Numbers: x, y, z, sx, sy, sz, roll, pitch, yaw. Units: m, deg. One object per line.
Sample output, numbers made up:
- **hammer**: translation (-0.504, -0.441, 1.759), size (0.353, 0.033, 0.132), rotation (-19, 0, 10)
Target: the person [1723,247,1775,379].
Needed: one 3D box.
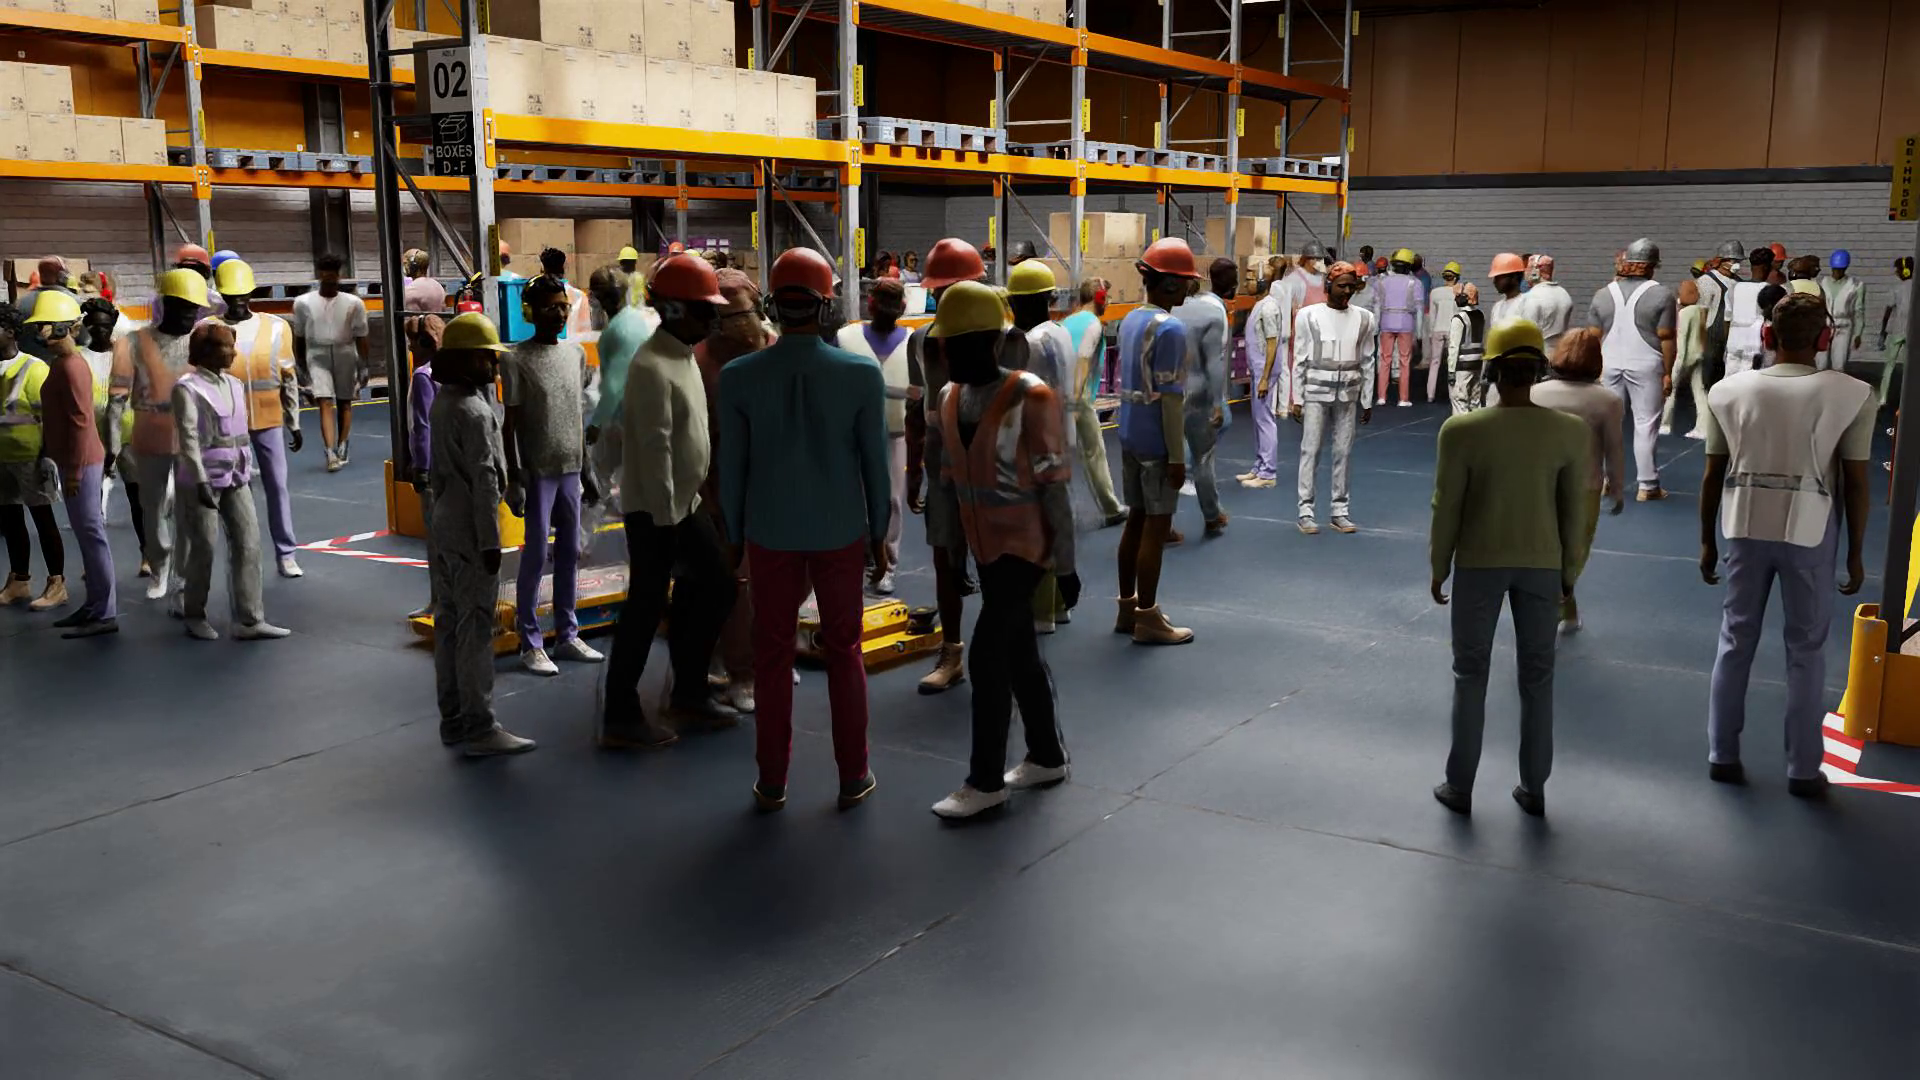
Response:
- **person**: translation (7.750, -1.880, 16.291), size (0.387, 1.957, 0.604), rotation (-6, 12, -29)

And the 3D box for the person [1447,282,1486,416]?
- **person**: translation (4.712, -1.577, 15.507), size (0.514, 1.634, 0.313), rotation (-9, 14, -42)

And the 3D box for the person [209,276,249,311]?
- **person**: translation (-7.191, -1.764, 16.290), size (0.479, 1.750, 0.512), rotation (9, 13, 40)

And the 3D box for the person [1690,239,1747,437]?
- **person**: translation (7.794, -2.050, 16.987), size (0.681, 2.000, 0.535), rotation (-5, 12, -27)

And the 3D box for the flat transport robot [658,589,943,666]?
- **flat transport robot**: translation (-0.835, 0.390, 8.375), size (1.431, 0.197, 0.652), rotation (8, 13, 38)

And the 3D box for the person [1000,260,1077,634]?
- **person**: translation (0.394, -0.474, 8.597), size (0.397, 1.920, 0.587), rotation (4, 11, 21)

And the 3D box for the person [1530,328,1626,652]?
- **person**: translation (3.031, -0.260, 8.303), size (0.508, 1.596, 0.814), rotation (9, 14, 42)

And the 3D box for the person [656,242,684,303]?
- **person**: translation (-3.999, -3.222, 23.607), size (0.614, 1.993, 0.395), rotation (-3, 11, -15)

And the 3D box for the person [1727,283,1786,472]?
- **person**: translation (6.698, -1.319, 13.978), size (0.454, 1.669, 0.575), rotation (8, 13, 39)

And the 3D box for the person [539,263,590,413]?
- **person**: translation (-4.700, -2.327, 19.166), size (0.566, 1.813, 1.033), rotation (6, 12, 30)

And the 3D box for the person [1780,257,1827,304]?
- **person**: translation (9.011, -2.127, 18.005), size (0.630, 1.839, 0.429), rotation (-2, 11, -13)

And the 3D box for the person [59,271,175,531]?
- **person**: translation (-5.964, -0.996, 11.813), size (0.860, 1.811, 0.614), rotation (-6, 12, -30)

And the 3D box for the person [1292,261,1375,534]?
- **person**: translation (2.578, -0.978, 11.508), size (0.582, 1.879, 0.357), rotation (-1, 10, -6)

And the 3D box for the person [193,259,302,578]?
- **person**: translation (-4.228, -0.699, 9.873), size (0.591, 1.912, 0.397), rotation (-7, 12, -32)

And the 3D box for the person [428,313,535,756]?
- **person**: translation (-1.925, -0.025, 6.598), size (0.313, 1.741, 0.487), rotation (-7, 13, -36)

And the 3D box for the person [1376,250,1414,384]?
- **person**: translation (6.075, -3.100, 23.240), size (0.575, 1.885, 0.360), rotation (-4, 11, -19)

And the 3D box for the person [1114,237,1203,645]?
- **person**: translation (1.006, -0.490, 8.370), size (0.400, 2.034, 0.609), rotation (-3, 11, -16)

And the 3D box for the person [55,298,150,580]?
- **person**: translation (-5.091, -0.601, 9.955), size (0.531, 1.693, 0.322), rotation (-4, 11, -21)

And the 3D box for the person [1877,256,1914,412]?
- **person**: translation (11.123, -2.405, 19.533), size (0.624, 1.846, 0.552), rotation (2, 11, 13)

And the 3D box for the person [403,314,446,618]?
- **person**: translation (-2.807, -0.398, 8.972), size (0.321, 1.631, 0.527), rotation (0, 10, 2)

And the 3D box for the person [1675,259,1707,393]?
- **person**: translation (9.727, -2.815, 21.991), size (0.327, 1.767, 0.533), rotation (-6, 12, -31)

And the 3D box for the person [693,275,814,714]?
- **person**: translation (-0.902, -0.197, 7.197), size (0.667, 1.879, 0.465), rotation (-6, 12, -29)

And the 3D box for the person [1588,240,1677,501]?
- **person**: translation (5.302, -1.337, 13.037), size (0.536, 2.000, 0.672), rotation (-9, 14, -41)

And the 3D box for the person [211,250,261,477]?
- **person**: translation (-6.148, -1.455, 13.986), size (0.414, 1.939, 0.611), rotation (0, 10, 0)

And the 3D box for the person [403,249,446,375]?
- **person**: translation (-5.063, -1.762, 15.676), size (0.372, 1.940, 0.629), rotation (2, 10, 10)

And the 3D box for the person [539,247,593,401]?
- **person**: translation (-3.432, -1.496, 14.145), size (0.603, 1.959, 0.375), rotation (-2, 11, -13)

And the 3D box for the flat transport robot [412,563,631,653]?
- **flat transport robot**: translation (-2.050, 0.331, 8.700), size (0.652, 0.197, 1.431), rotation (10, 14, 43)

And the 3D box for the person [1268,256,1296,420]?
- **person**: translation (3.540, -2.262, 18.708), size (0.508, 1.847, 0.345), rotation (-9, 13, -40)

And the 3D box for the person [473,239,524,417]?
- **person**: translation (-5.230, -2.399, 18.947), size (0.628, 2.024, 0.430), rotation (-1, 10, -7)

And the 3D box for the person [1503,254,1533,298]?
- **person**: translation (7.695, -2.982, 22.727), size (0.619, 1.837, 0.430), rotation (-4, 11, -21)

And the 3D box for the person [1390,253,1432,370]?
- **person**: translation (7.013, -3.549, 25.951), size (0.846, 1.808, 0.632), rotation (-2, 10, -11)

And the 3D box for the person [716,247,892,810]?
- **person**: translation (-0.546, -0.026, 5.903), size (0.612, 1.995, 0.376), rotation (-1, 10, -4)

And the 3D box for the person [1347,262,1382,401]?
- **person**: translation (5.006, -2.615, 20.923), size (0.563, 1.748, 0.340), rotation (8, 13, 37)
